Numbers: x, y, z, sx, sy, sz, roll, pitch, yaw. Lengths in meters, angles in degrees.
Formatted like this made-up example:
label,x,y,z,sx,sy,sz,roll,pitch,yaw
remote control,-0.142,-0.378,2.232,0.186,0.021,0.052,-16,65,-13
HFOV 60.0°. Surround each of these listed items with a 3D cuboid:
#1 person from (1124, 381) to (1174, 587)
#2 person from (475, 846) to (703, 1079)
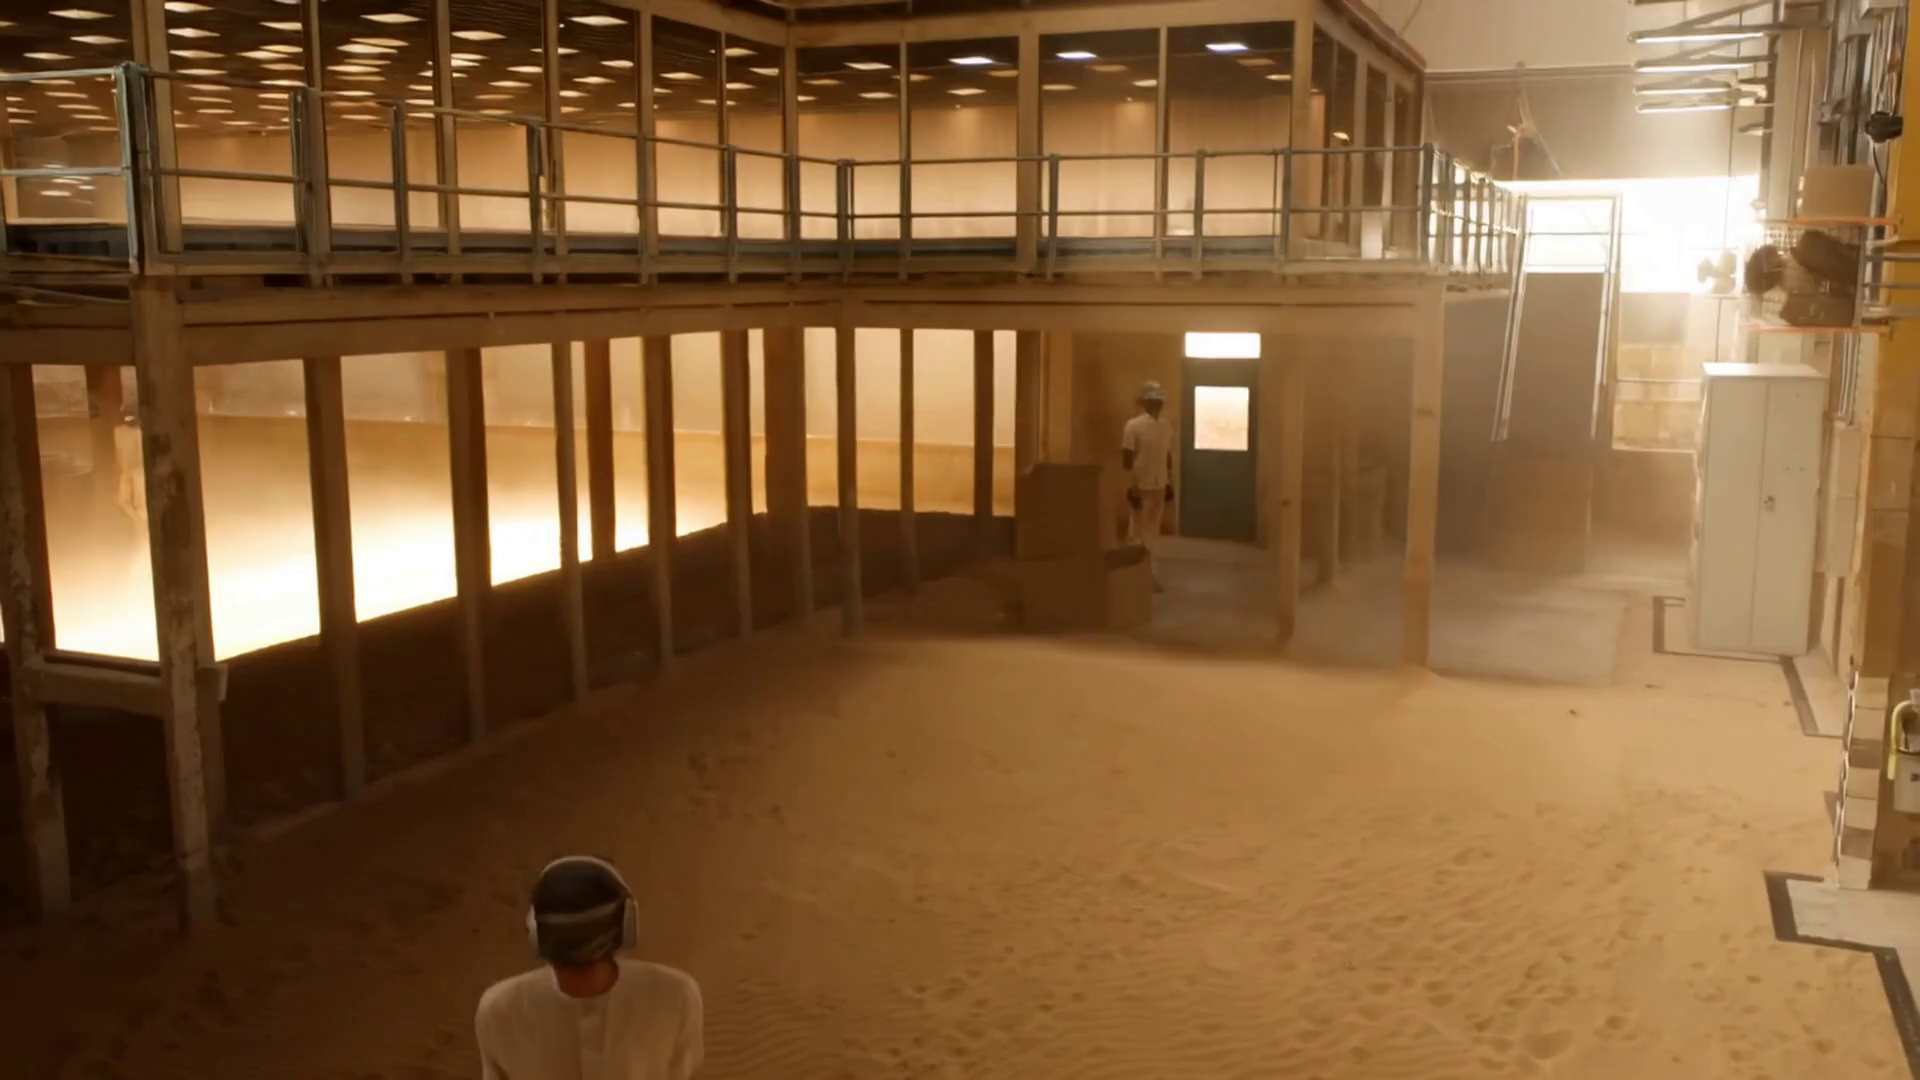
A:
label,x,y,z,sx,sy,sz,roll,pitch,yaw
person,1.844,-0.549,16.177,0.611,1.995,0.375,-8,12,-41
person,-0.830,1.546,3.755,0.508,1.844,0.503,-2,10,-14
